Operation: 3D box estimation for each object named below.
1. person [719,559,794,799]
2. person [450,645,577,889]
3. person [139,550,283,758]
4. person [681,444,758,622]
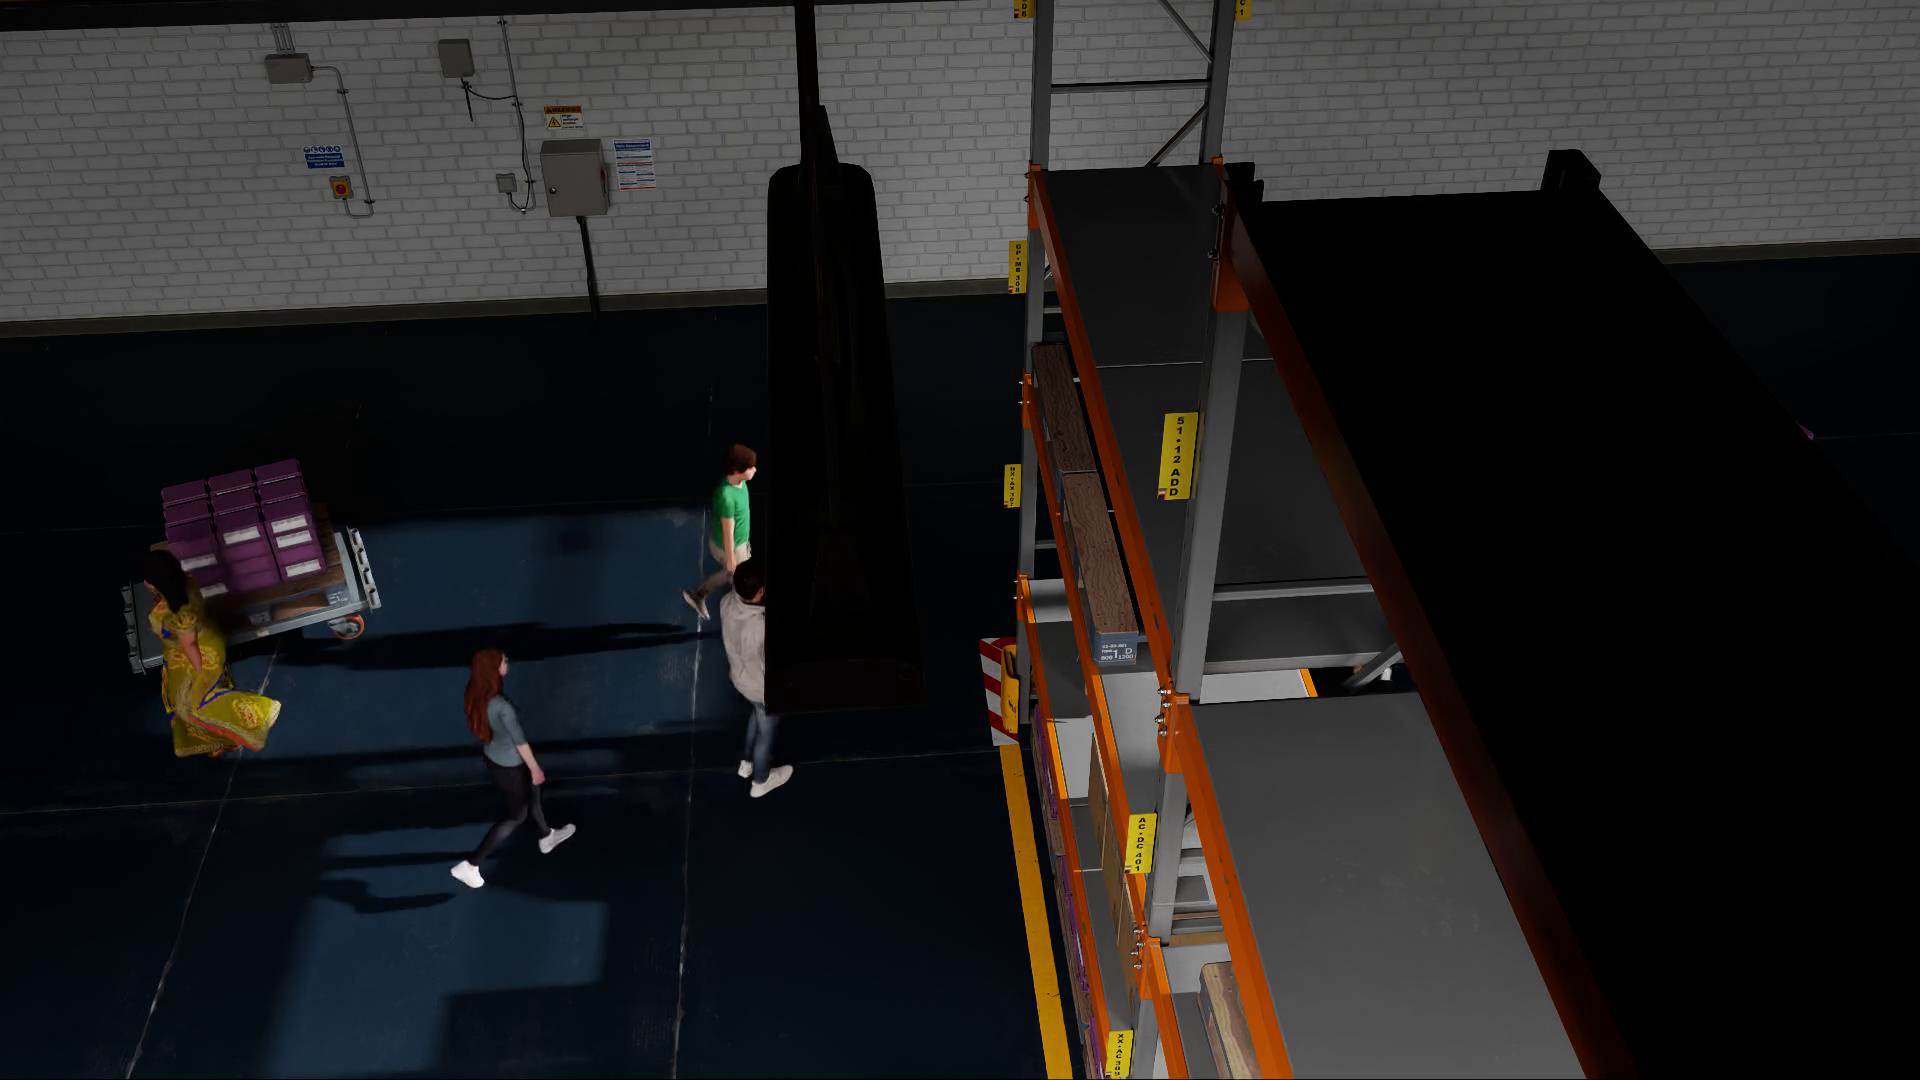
[{"bbox_3d":[-1.305,0.912,10.233,0.847,1.842,0.763,-31,48,-33],"label":"person"},{"bbox_3d":[-2.716,1.365,9.762,1.011,1.721,1.067,-27,46,-29],"label":"person"},{"bbox_3d":[-4.780,0.726,10.628,1.024,1.638,1.015,-18,42,-21],"label":"person"},{"bbox_3d":[-1.682,0.027,11.520,0.758,1.618,0.870,5,39,6],"label":"person"}]
